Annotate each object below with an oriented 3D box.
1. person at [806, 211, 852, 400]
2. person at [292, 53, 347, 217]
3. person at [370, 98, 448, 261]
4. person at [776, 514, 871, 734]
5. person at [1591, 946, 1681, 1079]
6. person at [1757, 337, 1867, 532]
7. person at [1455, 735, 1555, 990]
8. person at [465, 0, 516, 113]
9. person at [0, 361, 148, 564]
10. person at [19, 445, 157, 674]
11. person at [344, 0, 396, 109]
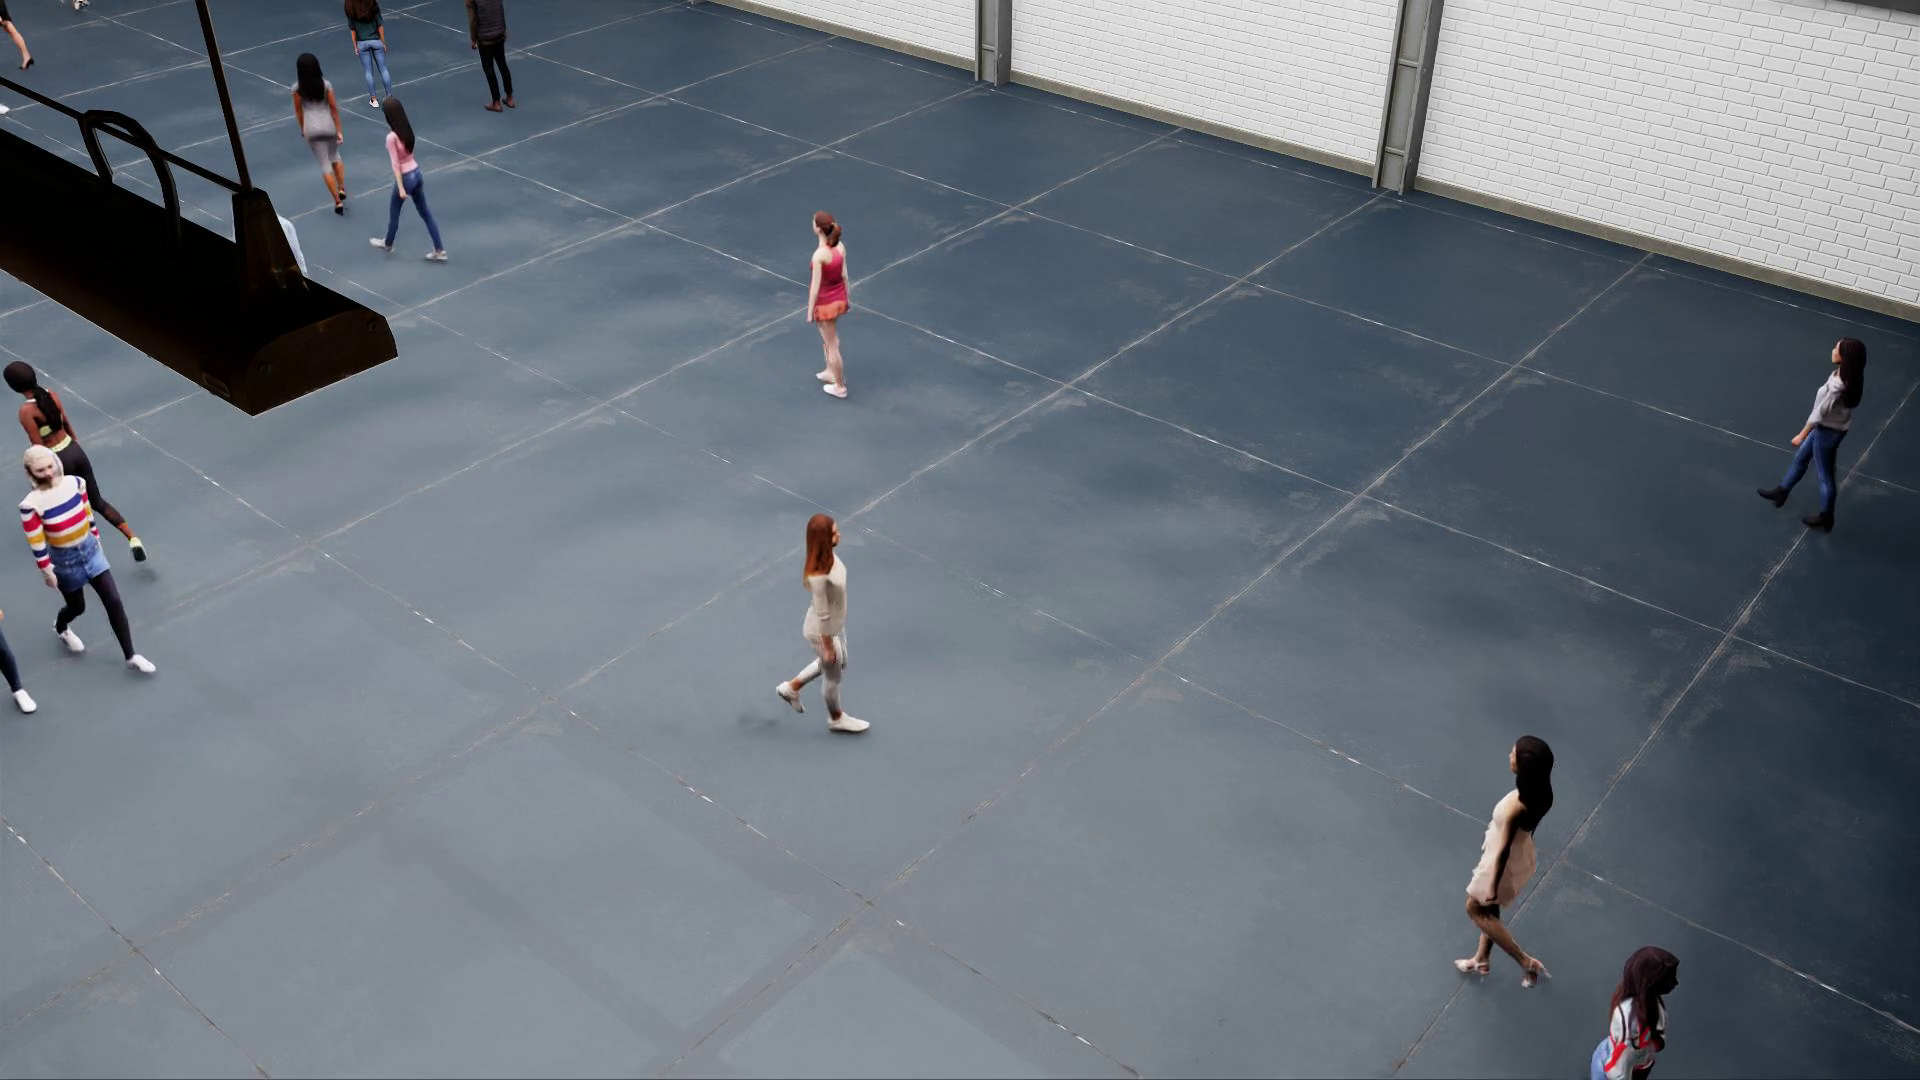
[{"bbox_3d":[-1.088,-2.055,14.687,0.682,1.745,0.603,21,39,28],"label":"person"},{"bbox_3d":[-6.969,-4.400,18.201,0.749,1.759,0.894,-17,37,-23],"label":"person"},{"bbox_3d":[-5.630,-3.687,17.175,1.170,1.708,0.909,9,35,13],"label":"person"},{"bbox_3d":[-0.947,0.571,10.775,0.970,1.701,0.868,2,34,3],"label":"person"},{"bbox_3d":[3.060,2.519,7.935,0.786,1.601,0.704,13,36,19],"label":"person"},{"bbox_3d":[6.821,-0.785,12.901,0.858,1.605,0.625,26,41,33],"label":"person"},{"bbox_3d":[3.001,1.803,8.904,0.740,1.720,0.591,28,42,35],"label":"person"},{"bbox_3d":[-5.973,-6.386,21.120,0.540,1.835,0.682,25,41,32],"label":"person"},{"bbox_3d":[-6.603,-0.521,12.404,1.158,1.717,0.867,11,35,17],"label":"person"},{"bbox_3d":[-6.113,0.127,11.377,1.189,1.774,0.803,18,38,25],"label":"person"},{"bbox_3d":[-7.569,-6.375,21.301,0.703,1.616,0.738,-10,35,-15],"label":"person"}]
